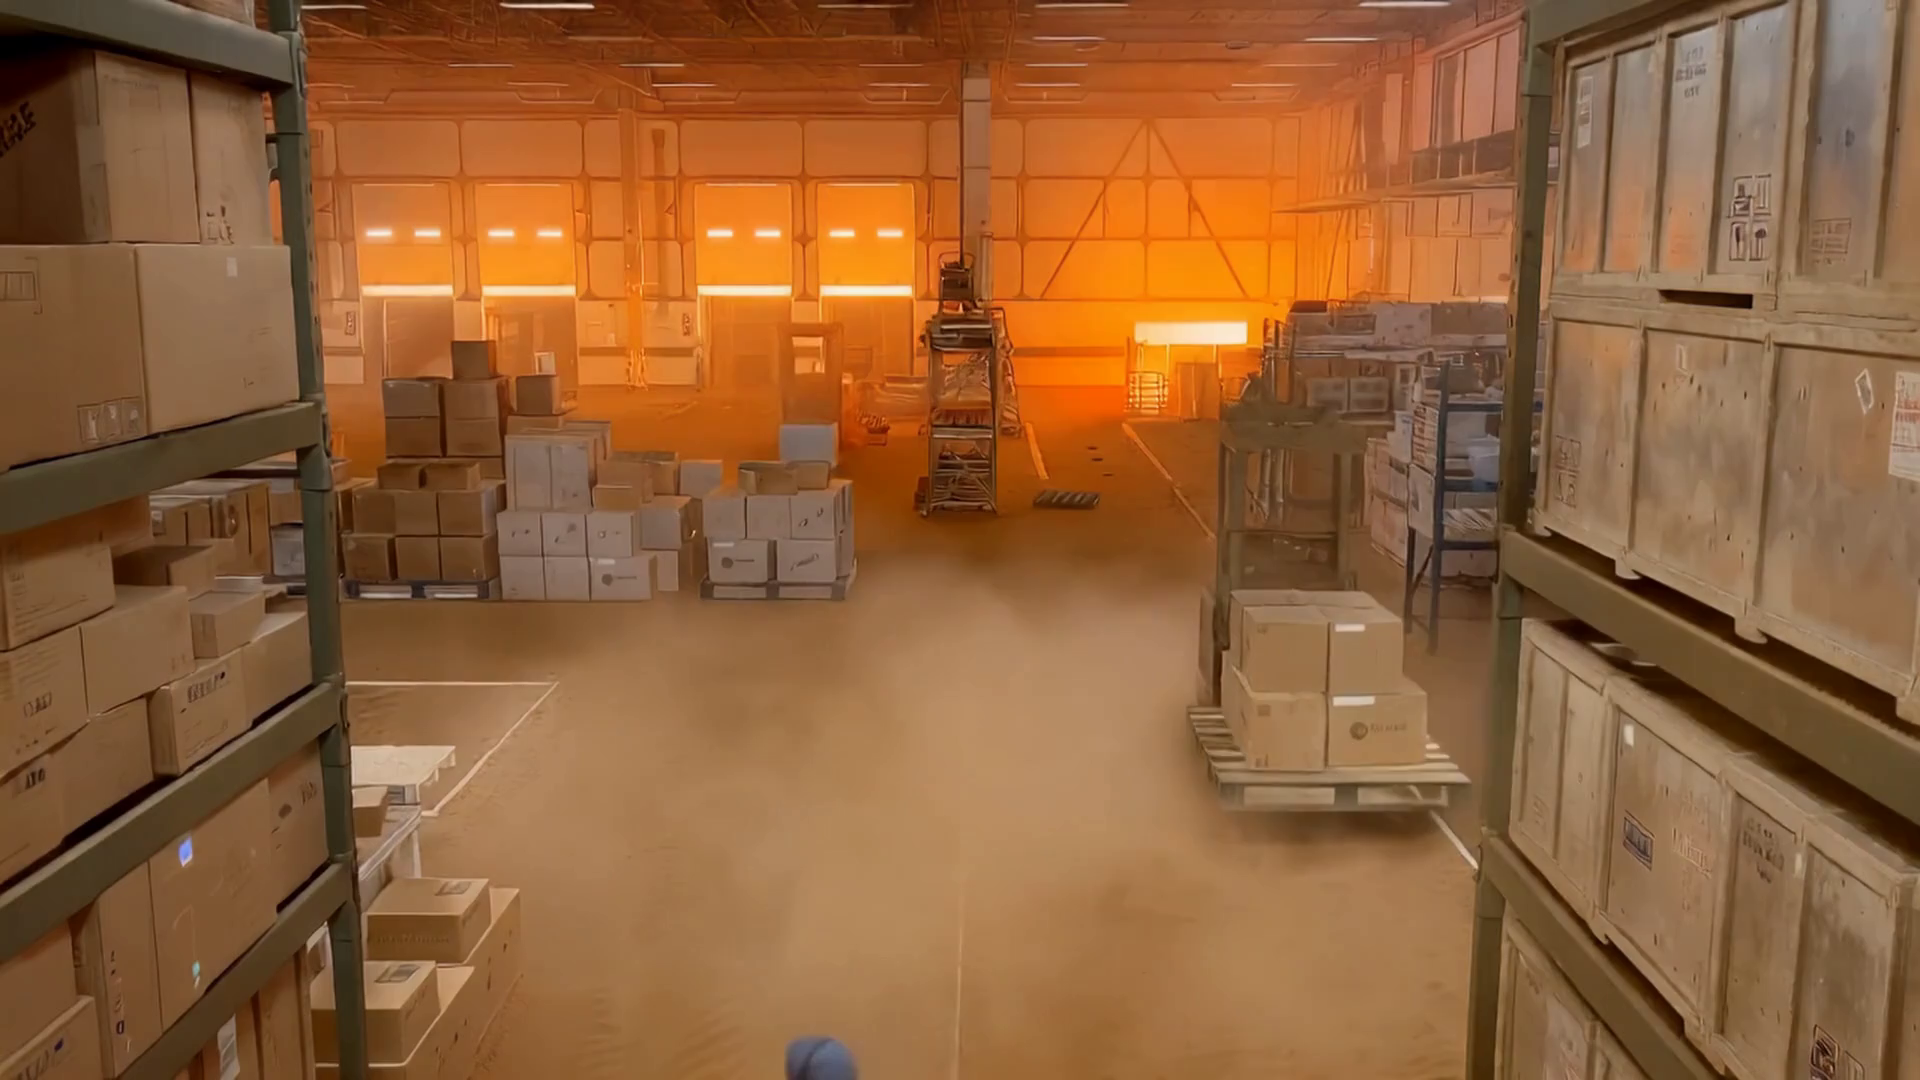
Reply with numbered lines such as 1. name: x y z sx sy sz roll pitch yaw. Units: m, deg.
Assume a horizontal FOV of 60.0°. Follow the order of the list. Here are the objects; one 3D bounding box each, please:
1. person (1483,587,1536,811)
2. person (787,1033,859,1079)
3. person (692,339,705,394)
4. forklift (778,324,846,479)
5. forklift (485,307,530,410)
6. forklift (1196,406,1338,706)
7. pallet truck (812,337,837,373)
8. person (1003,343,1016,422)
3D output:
1. person: 3.827 1.245 11.297 0.475 1.909 0.646 -5 11 -28
2. person: -0.464 2.398 5.544 0.538 1.587 0.872 -8 13 -39
3. person: -7.599 -5.040 48.413 0.375 1.625 0.516 -1 10 -7
4. forklift: -2.724 -2.533 30.315 1.129 2.768 1.873 0 10 1
5. forklift: -10.754 -4.150 39.646 1.129 2.768 1.873 0 10 1
6. forklift: 2.693 0.247 14.276 1.129 2.768 1.873 0 10 1
7. pallet truck: -3.021 -4.312 43.126 1.885 1.965 0.823 3 10 17
8. person: 1.191 -3.849 40.621 0.372 1.940 0.632 0 10 0
